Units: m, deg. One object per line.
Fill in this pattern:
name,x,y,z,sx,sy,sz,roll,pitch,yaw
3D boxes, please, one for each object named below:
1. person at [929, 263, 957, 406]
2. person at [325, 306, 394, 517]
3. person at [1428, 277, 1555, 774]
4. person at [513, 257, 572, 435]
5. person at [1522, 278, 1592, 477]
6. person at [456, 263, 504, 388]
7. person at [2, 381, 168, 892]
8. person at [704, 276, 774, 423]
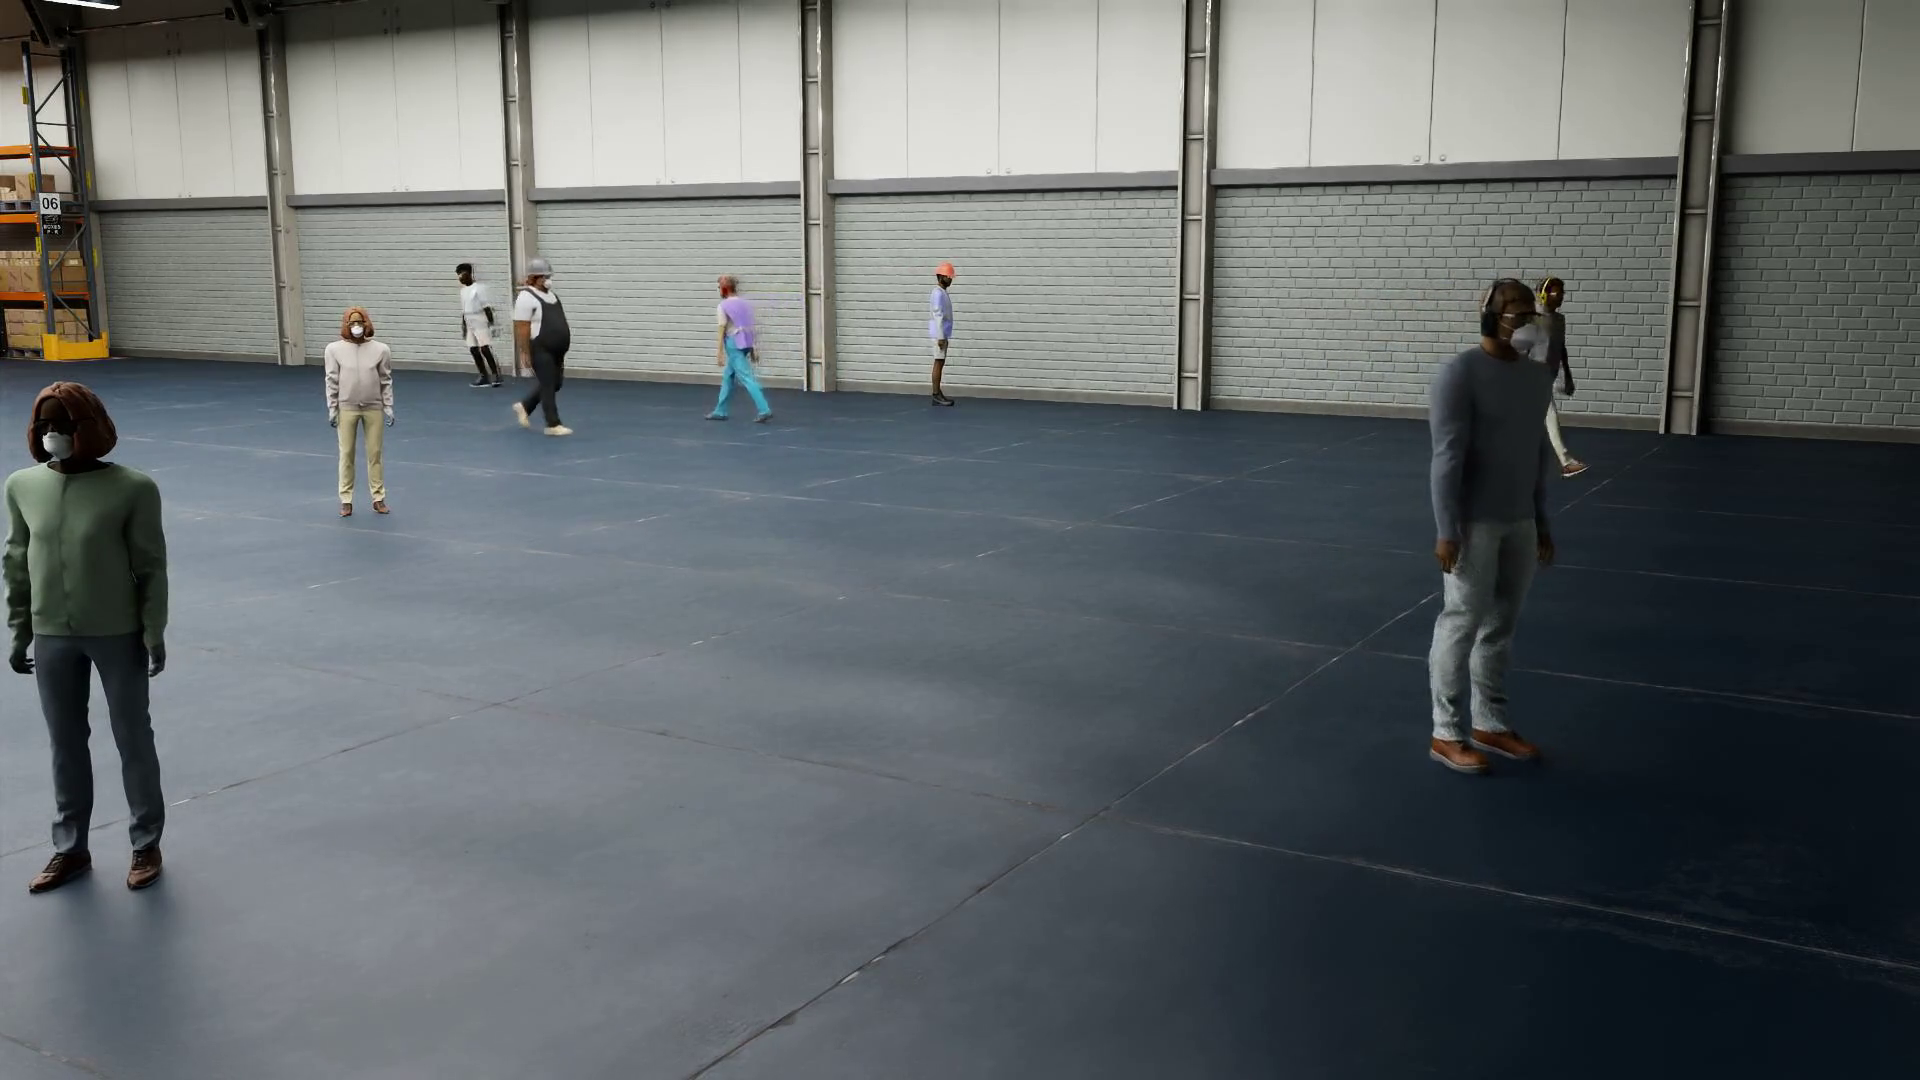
person,-0.227,-2.779,22.534,0.374,1.930,0.542,1,10,5
person,-4.686,-1.004,13.008,0.498,1.634,0.281,-5,11,-26
person,2.108,-0.063,6.608,0.633,1.939,0.365,-7,12,-34
person,-4.783,-2.211,18.887,0.770,2.000,0.689,3,10,18
person,5.475,-1.502,15.388,0.551,1.812,0.961,-7,12,-37
person,-7.422,-3.300,25.625,0.699,1.915,0.467,8,13,41
person,-2.781,0.311,5.308,0.498,1.634,0.280,-1,10,-3
person,-2.688,-2.316,20.248,1.009,1.792,0.575,4,10,22
